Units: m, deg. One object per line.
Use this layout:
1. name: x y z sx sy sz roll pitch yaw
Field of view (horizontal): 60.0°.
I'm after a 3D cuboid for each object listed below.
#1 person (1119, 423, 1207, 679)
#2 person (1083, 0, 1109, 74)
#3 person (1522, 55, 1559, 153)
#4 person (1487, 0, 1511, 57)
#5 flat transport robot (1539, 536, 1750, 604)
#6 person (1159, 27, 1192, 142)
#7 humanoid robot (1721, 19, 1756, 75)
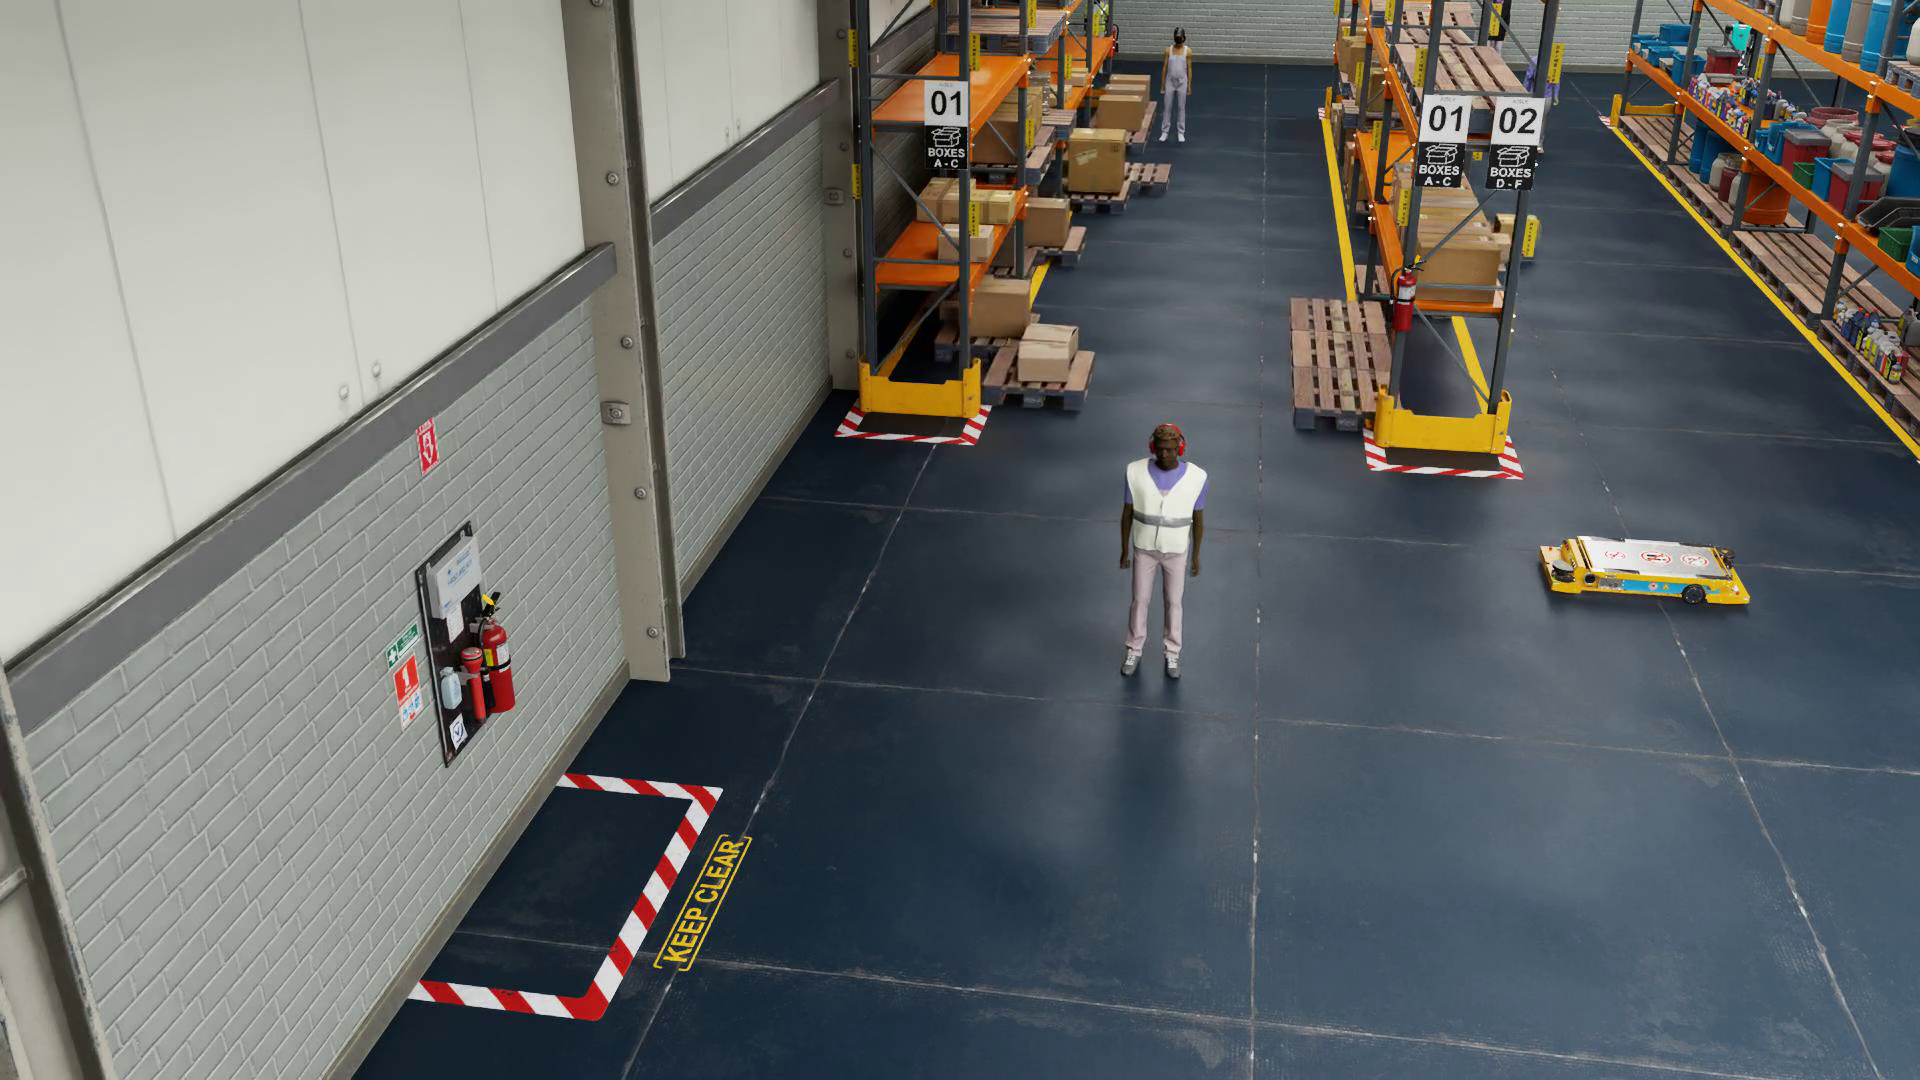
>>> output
1. person: 1.372 0.064 11.357 0.565 1.846 0.390 4 25 8
2. person: 2.758 -10.363 33.847 0.534 1.699 0.318 4 25 8
3. person: 9.380 -7.187 26.934 0.589 1.799 0.395 4 25 8
4. person: 10.748 -10.250 33.422 0.532 1.856 0.405 4 25 8
5. flat transport robot: 5.279 0.231 12.864 1.431 0.231 0.659 4 25 9
6. person: 3.597 -7.588 27.715 0.509 1.863 0.373 4 25 8
7. humanoid robot: 13.906 -8.657 29.994 0.533 1.677 0.735 4 25 9
